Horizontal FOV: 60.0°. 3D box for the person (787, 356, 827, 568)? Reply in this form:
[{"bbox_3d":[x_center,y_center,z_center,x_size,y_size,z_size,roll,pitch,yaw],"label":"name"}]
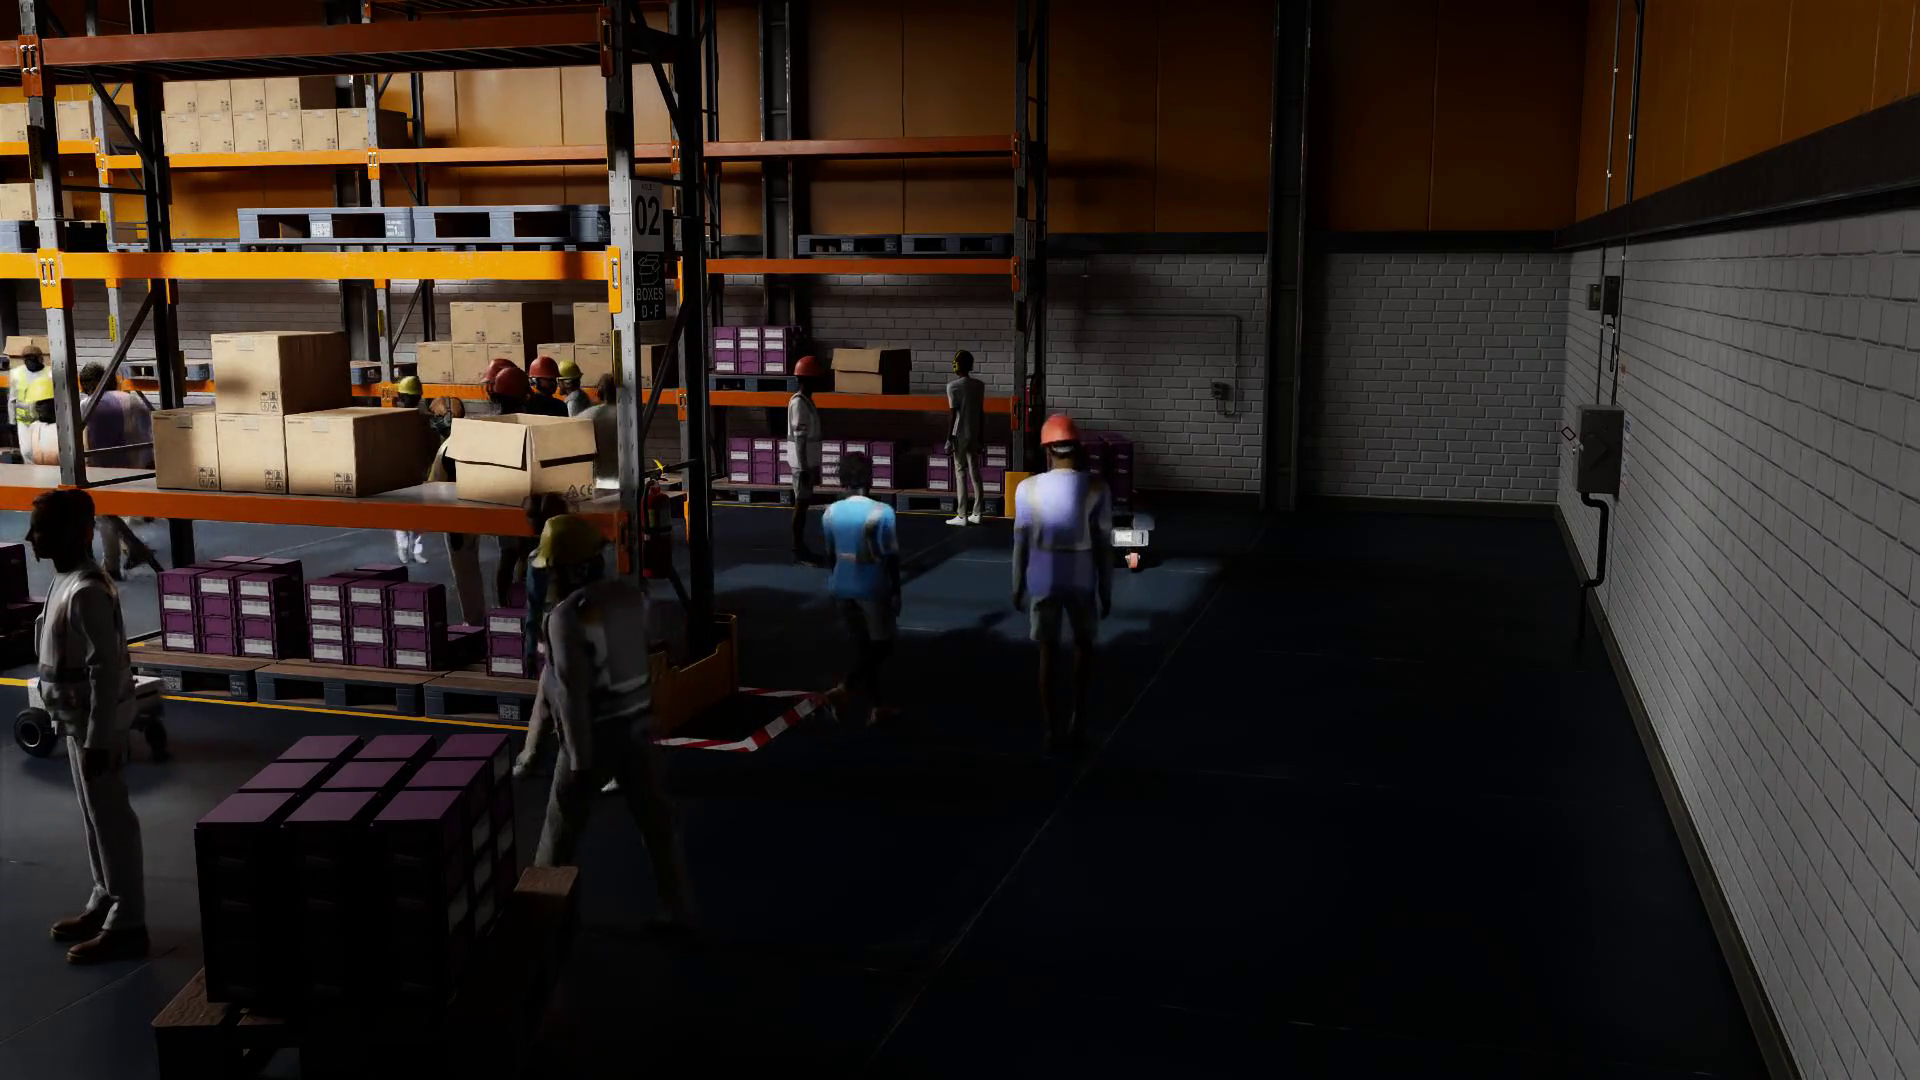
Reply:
[{"bbox_3d":[-1.390,-0.716,15.240,0.376,1.935,0.550,0,9,1],"label":"person"}]

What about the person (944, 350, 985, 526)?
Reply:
[{"bbox_3d":[0.043,-1.083,17.686,0.513,1.871,0.329,-8,12,-39],"label":"person"}]

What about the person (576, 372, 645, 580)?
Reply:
[{"bbox_3d":[-2.851,-0.398,13.452,0.638,1.901,0.919,1,9,6],"label":"person"}]

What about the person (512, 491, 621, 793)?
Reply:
[{"bbox_3d":[-2.050,0.538,8.720,0.885,1.599,0.530,2,9,10],"label":"person"}]

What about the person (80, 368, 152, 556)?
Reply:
[{"bbox_3d":[-8.059,-0.742,15.889,0.634,1.793,0.920,-8,12,-39],"label":"person"}]

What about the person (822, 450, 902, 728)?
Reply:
[{"bbox_3d":[-0.628,0.315,9.808,0.554,1.665,0.632,7,12,37],"label":"person"}]

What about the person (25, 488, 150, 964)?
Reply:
[{"bbox_3d":[-3.465,0.729,6.605,0.360,1.882,0.575,-7,11,-35],"label":"person"}]

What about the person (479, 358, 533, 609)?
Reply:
[{"bbox_3d":[-3.494,-0.385,12.905,0.396,2.042,0.610,-1,9,-8],"label":"person"}]

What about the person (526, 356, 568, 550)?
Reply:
[{"bbox_3d":[-3.498,-0.553,14.076,0.376,1.995,0.609,5,10,26],"label":"person"}]

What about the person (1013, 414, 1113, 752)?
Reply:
[{"bbox_3d":[0.578,0.245,9.456,0.557,1.909,0.444,0,9,3],"label":"person"}]

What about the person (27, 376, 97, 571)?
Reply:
[{"bbox_3d":[-6.923,-0.306,12.821,0.589,1.918,0.400,4,10,22],"label":"person"}]

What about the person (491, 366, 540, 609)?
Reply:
[{"bbox_3d":[-3.306,-0.288,12.392,0.479,2.011,0.629,2,9,11],"label":"person"}]

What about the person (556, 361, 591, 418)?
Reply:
[{"bbox_3d":[-3.809,-0.855,16.418,0.403,1.827,0.599,-1,9,-7],"label":"person"}]

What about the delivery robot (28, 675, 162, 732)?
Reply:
[{"bbox_3d":[-4.894,0.883,9.416,0.707,0.478,0.477,3,10,17],"label":"delivery robot"}]

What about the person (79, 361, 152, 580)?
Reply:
[{"bbox_3d":[-7.494,-0.600,14.572,0.465,1.921,0.673,-2,10,-11],"label":"person"}]

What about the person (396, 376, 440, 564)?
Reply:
[{"bbox_3d":[-5.043,-0.633,15.303,0.545,1.748,0.407,-8,12,-41],"label":"person"}]

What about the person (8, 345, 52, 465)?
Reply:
[{"bbox_3d":[-10.898,-1.390,19.708,0.689,1.829,0.432,-1,9,-8],"label":"person"}]

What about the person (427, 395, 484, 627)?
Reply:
[{"bbox_3d":[-3.611,-0.122,11.954,0.430,1.836,0.629,-2,10,-15],"label":"person"}]

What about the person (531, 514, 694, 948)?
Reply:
[{"bbox_3d":[-1.495,0.763,6.731,0.950,1.761,0.628,5,11,29],"label":"person"}]
